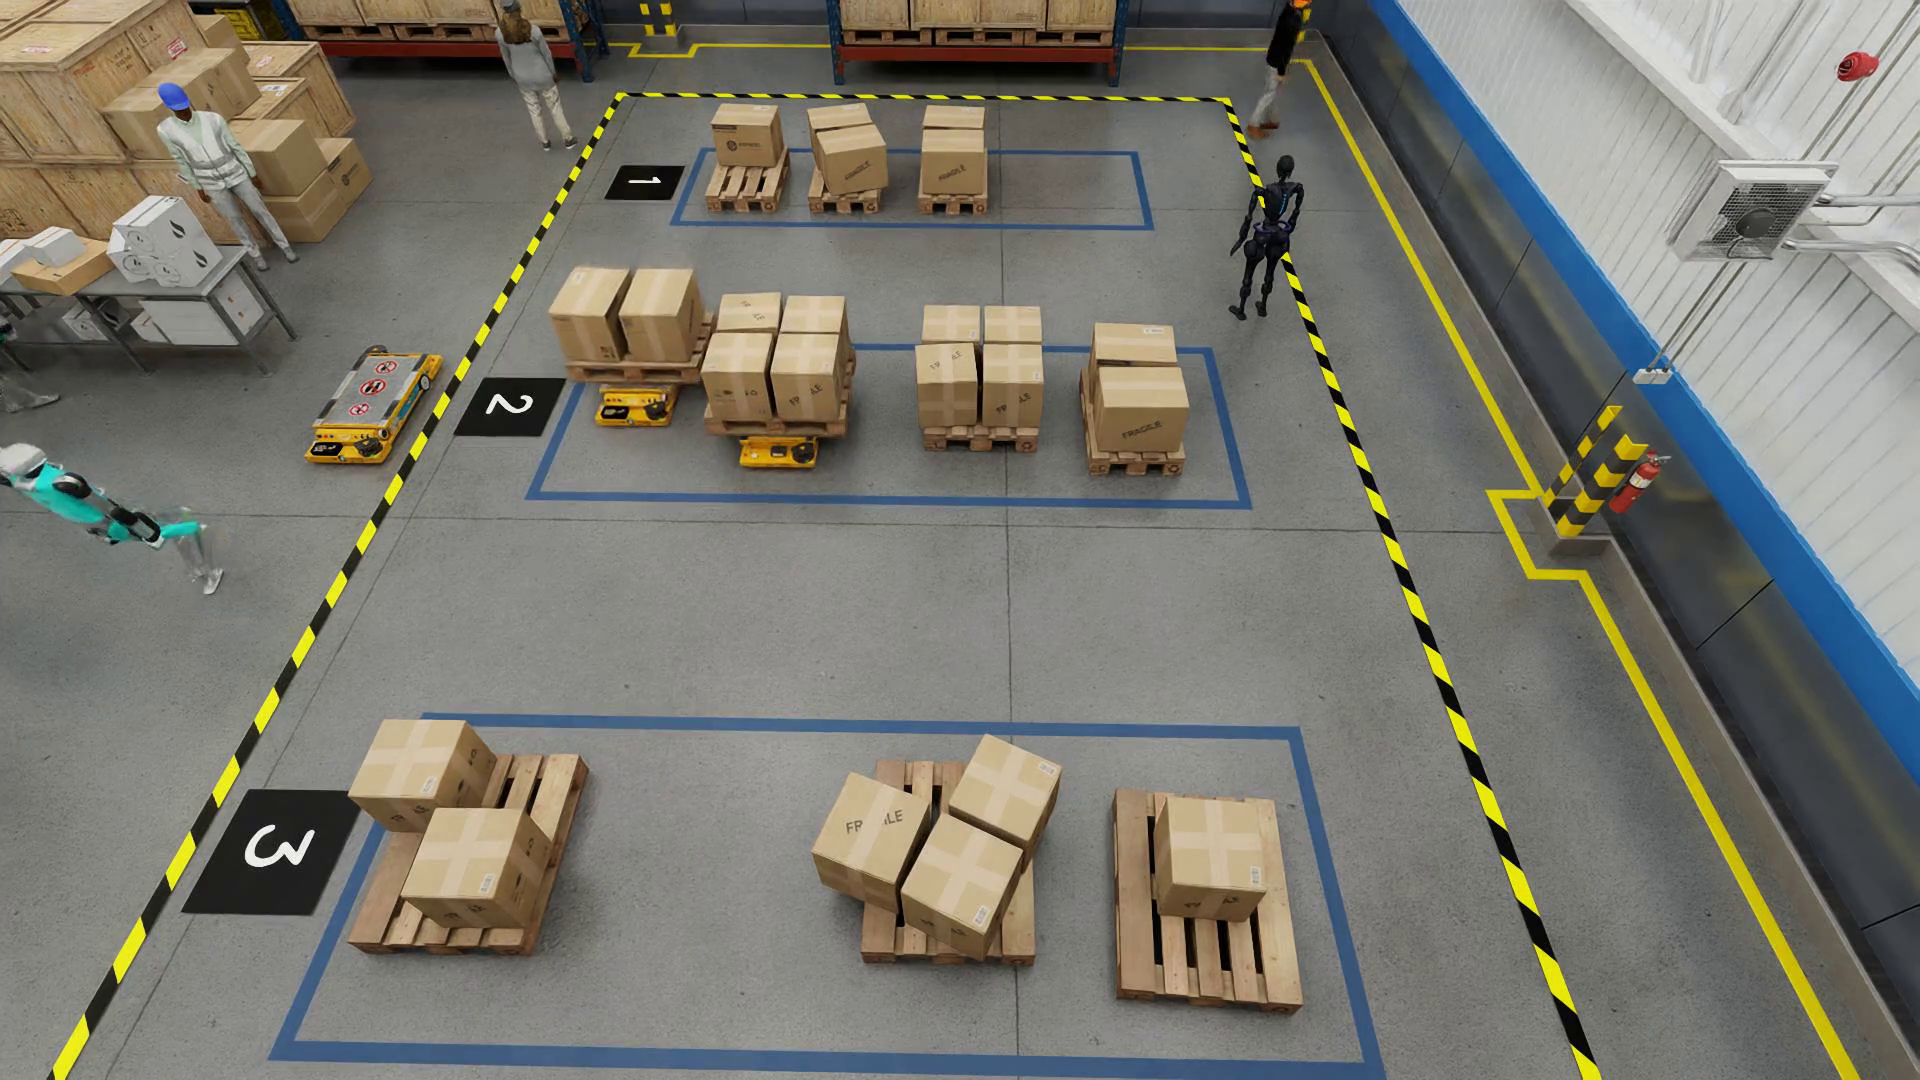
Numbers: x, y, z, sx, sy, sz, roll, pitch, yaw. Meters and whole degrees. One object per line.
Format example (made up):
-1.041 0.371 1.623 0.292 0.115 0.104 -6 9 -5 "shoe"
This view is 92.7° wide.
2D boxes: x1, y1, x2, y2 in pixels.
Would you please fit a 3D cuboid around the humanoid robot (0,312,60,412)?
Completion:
-8.620 -1.834 7.949 0.577 1.763 0.789 18 52 14 "humanoid robot"

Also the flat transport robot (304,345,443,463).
-5.383 -1.269 8.441 0.659 0.231 1.431 1 50 1 "flat transport robot"

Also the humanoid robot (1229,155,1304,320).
2.966 -2.919 8.906 0.599 1.655 0.315 -7 50 -6 "humanoid robot"

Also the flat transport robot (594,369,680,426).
-2.973 -1.640 8.737 0.652 0.197 1.431 1 50 1 "flat transport robot"

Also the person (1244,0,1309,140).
3.955 -5.951 11.383 0.384 1.836 0.667 18 52 14 "person"

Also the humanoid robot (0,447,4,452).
-8.741 -1.197 7.447 0.995 1.755 0.545 -4 50 -4 "humanoid robot"

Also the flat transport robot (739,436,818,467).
-1.582 -1.235 8.394 0.652 0.197 1.431 1 50 1 "flat transport robot"

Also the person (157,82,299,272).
-7.549 -3.707 9.413 0.602 1.939 0.411 -30 56 -23 "person"

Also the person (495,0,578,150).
-5.193 -5.653 11.170 0.564 1.763 0.405 -3 50 -3 "person"

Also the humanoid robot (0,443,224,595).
-5.878 -0.176 6.574 0.534 1.792 0.810 6 50 5 "humanoid robot"
